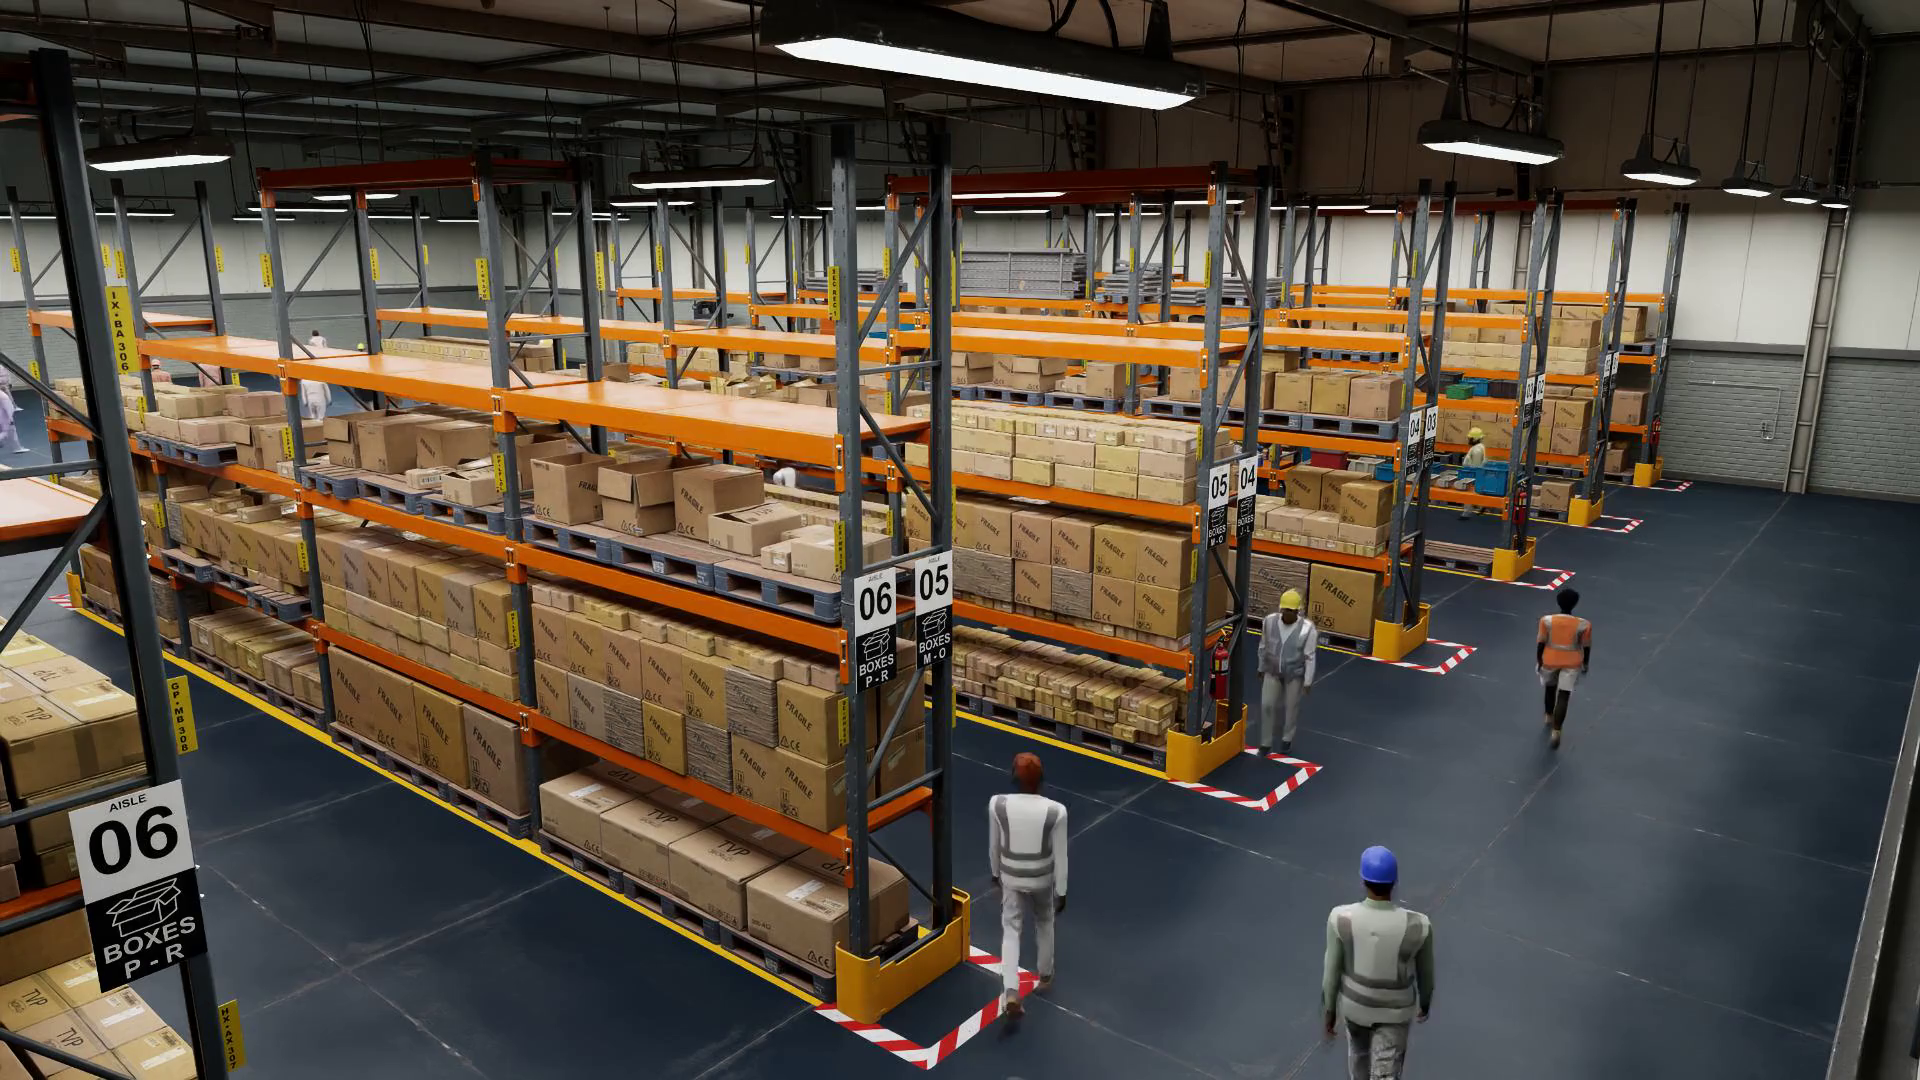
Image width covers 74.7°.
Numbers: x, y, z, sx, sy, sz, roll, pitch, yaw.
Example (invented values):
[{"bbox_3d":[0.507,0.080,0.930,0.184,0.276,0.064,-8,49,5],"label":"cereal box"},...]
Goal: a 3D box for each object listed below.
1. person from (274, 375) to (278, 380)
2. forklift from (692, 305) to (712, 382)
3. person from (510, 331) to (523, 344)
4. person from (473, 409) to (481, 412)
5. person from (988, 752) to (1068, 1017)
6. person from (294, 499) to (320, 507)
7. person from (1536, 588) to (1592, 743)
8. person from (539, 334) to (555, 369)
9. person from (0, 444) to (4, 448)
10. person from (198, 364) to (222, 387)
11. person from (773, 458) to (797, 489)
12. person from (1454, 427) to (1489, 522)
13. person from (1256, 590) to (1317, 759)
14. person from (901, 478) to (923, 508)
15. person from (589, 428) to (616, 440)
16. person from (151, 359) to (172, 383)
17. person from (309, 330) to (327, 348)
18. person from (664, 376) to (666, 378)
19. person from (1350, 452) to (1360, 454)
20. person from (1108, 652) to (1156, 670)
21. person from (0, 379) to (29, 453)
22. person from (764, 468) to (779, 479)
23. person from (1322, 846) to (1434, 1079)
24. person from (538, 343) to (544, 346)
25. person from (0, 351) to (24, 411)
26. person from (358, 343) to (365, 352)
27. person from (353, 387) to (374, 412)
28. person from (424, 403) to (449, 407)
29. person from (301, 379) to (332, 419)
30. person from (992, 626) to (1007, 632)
[{"bbox_3d":[-22.325,-5.513,41.504,0.528,1.835,0.930,-2,14,-9],"label":"person"},{"bbox_3d":[-9.511,-7.392,47.124,1.873,2.768,1.129,11,17,38],"label":"forklift"},{"bbox_3d":[-18.712,-8.367,53.201,0.506,1.846,0.348,-7,15,-26],"label":"person"},{"bbox_3d":[-13.286,-3.727,34.541,0.308,1.639,0.524,-2,14,-10],"label":"person"},{"bbox_3d":[0.471,2.410,8.848,0.576,1.864,0.811,1,14,6],"label":"person"},{"bbox_3d":[-12.720,-1.368,24.350,1.024,1.889,0.633,3,14,11],"label":"person"},{"bbox_3d":[6.534,1.341,13.675,0.536,1.654,0.882,9,16,31],"label":"person"},{"bbox_3d":[-15.356,-6.854,47.002,0.619,1.837,0.430,-5,15,-21],"label":"person"},{"bbox_3d":[-25.014,-3.199,31.868,0.562,1.895,1.002,13,19,42],"label":"person"},{"bbox_3d":[-22.530,-4.686,37.922,0.651,1.912,0.409,-11,17,-38],"label":"person"},{"bbox_3d":[-2.950,-0.571,21.089,0.434,1.868,0.581,9,16,34],"label":"person"},{"bbox_3d":[9.767,-1.238,23.919,0.490,1.821,0.611,7,15,26],"label":"person"},{"bbox_3d":[3.354,1.405,13.078,0.625,1.803,0.749,7,15,28],"label":"person"},{"bbox_3d":[-0.783,-0.190,19.682,0.947,1.802,0.628,13,19,43],"label":"person"},{"bbox_3d":[-8.086,-2.335,28.483,0.599,1.806,0.840,-1,14,-5],"label":"person"},{"bbox_3d":[-22.232,-4.023,35.041,0.611,1.985,0.394,-11,18,-39],"label":"person"},{"bbox_3d":[-24.495,-7.119,48.100,0.644,1.828,0.573,-11,17,-38],"label":"person"},{"bbox_3d":[-10.073,-5.848,43.181,0.545,1.688,0.363,1,14,5],"label":"person"},{"bbox_3d":[9.180,-2.619,29.362,0.366,1.938,0.630,11,17,37],"label":"person"},{"bbox_3d":[1.988,0.811,15.080,0.613,2.023,0.663,-12,18,-40],"label":"person"},{"bbox_3d":[-23.777,-3.048,31.262,0.654,1.877,0.867,9,16,33],"label":"person"},{"bbox_3d":[-4.134,-2.174,27.484,0.662,1.951,0.944,-11,18,-39],"label":"person"},{"bbox_3d":[2.436,2.743,7.400,0.612,1.904,0.997,7,15,25],"label":"person"},{"bbox_3d":[-13.703,-5.522,41.428,0.569,1.889,1.005,-10,17,-35],"label":"person"},{"bbox_3d":[-29.704,-4.914,38.962,1.025,1.874,0.596,-1,14,-6],"label":"person"},{"bbox_3d":[-20.444,-5.874,43.167,0.529,1.743,0.786,-2,14,-10],"label":"person"},{"bbox_3d":[-16.178,-3.845,34.312,0.630,1.976,0.707,-9,16,-33],"label":"person"},{"bbox_3d":[-12.877,-2.994,31.007,0.564,1.881,1.009,-11,17,-37],"label":"person"},{"bbox_3d":[-17.461,-3.776,34.258,0.668,1.881,0.775,-2,14,-8],"label":"person"},{"bbox_3d":[0.429,0.448,17.452,0.519,1.602,0.763,-13,19,-43],"label":"person"}]
